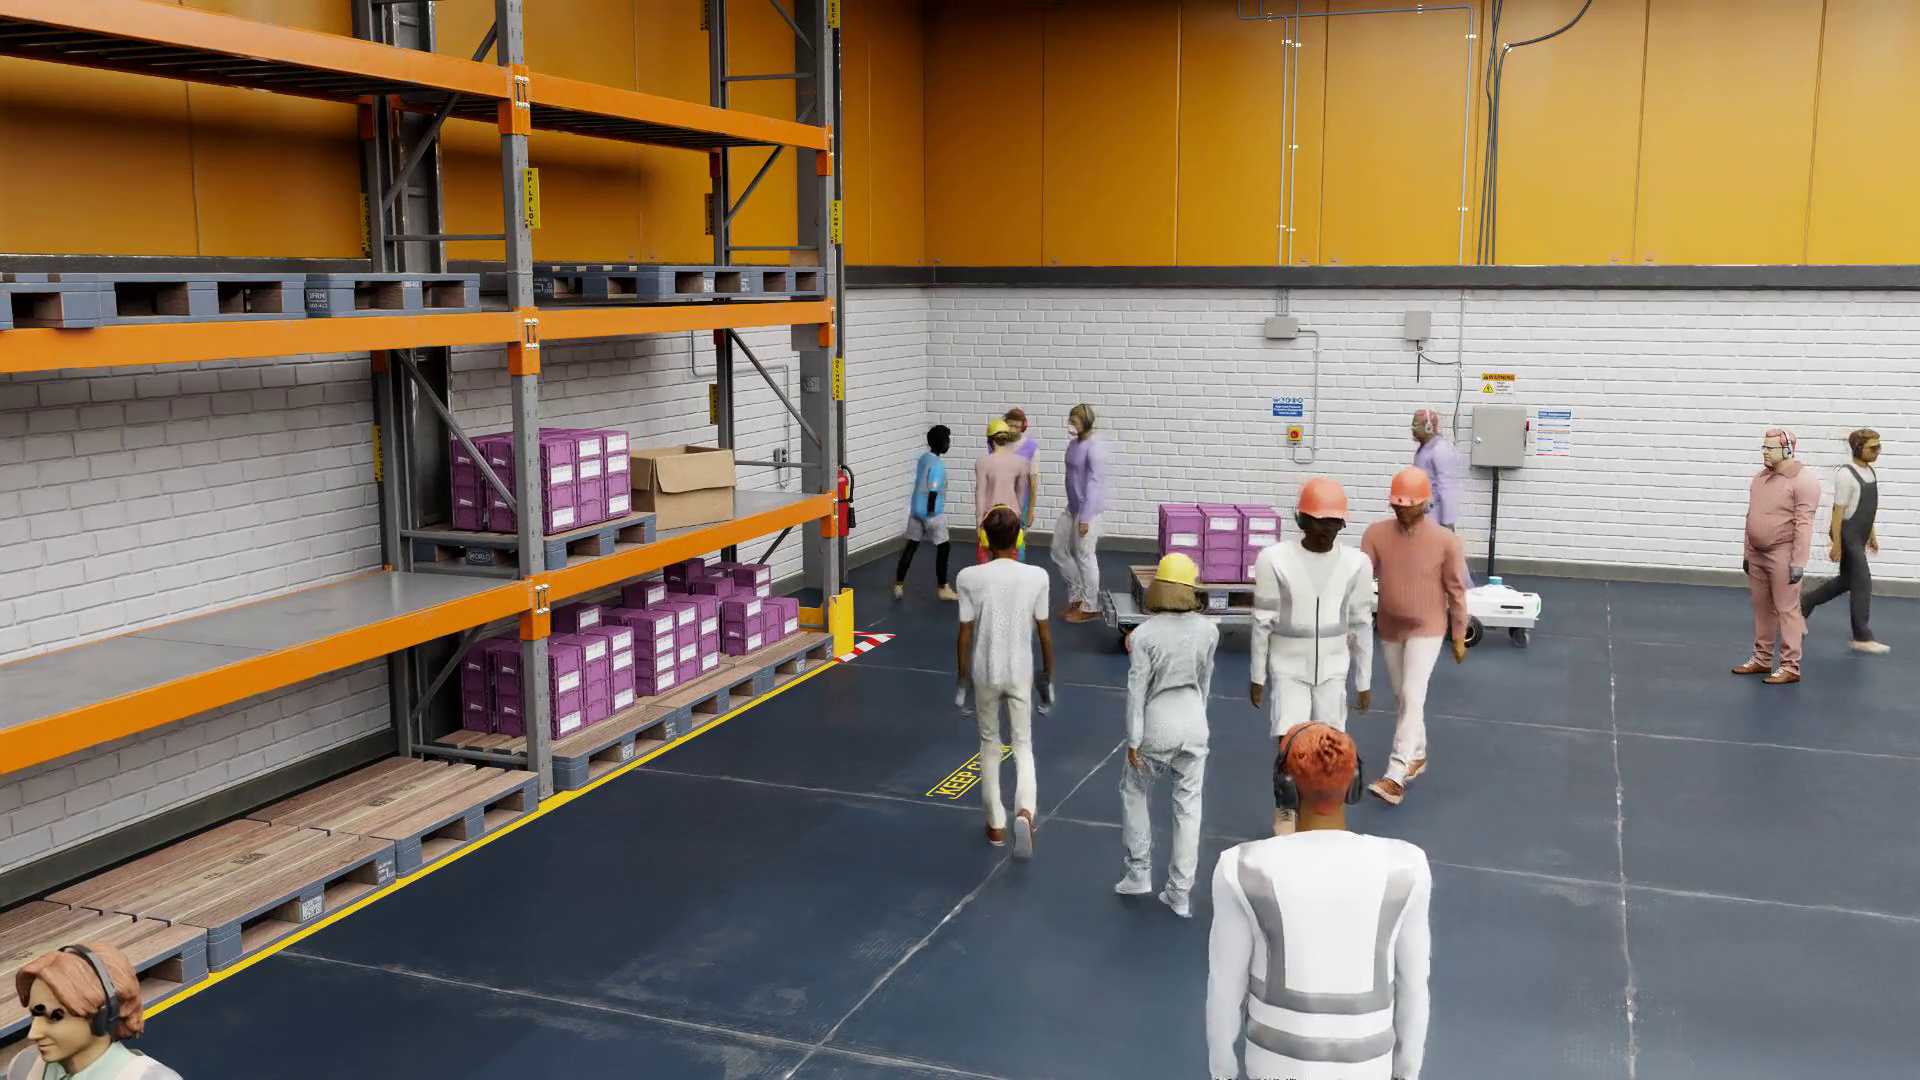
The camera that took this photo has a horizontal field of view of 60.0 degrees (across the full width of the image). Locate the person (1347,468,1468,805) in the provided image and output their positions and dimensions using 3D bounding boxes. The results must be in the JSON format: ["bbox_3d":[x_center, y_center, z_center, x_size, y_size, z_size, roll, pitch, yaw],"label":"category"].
[{"bbox_3d":[2.571,0.537,9.684,0.608,1.924,1.060,8,12,41],"label":"person"}]

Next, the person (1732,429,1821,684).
[{"bbox_3d":[6.084,0.117,12.444,0.402,1.901,0.647,-2,9,-12],"label":"person"}]

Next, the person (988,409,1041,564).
[{"bbox_3d":[0.498,-0.331,15.551,0.583,1.800,0.546,4,10,26],"label":"person"}]

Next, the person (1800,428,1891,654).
[{"bbox_3d":[7.197,-0.023,13.557,0.515,1.822,0.827,-8,12,-42],"label":"person"}]

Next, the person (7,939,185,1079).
[{"bbox_3d":[-1.843,1.650,3.605,0.513,1.642,0.313,3,10,20],"label":"person"}]

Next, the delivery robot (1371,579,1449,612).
[{"bbox_3d":[3.771,0.480,14.058,0.707,0.478,0.477,8,12,40],"label":"delivery robot"}]

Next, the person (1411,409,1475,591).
[{"bbox_3d":[4.223,-0.244,14.870,1.015,1.852,0.654,1,9,5],"label":"person"}]

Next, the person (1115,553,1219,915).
[{"bbox_3d":[0.998,0.919,7.981,0.495,1.714,0.541,-3,10,-18],"label":"person"}]

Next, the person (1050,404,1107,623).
[{"bbox_3d":[1.021,-0.219,14.460,0.472,1.925,0.659,-3,10,-18],"label":"person"}]

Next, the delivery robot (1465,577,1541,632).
[{"bbox_3d":[4.389,0.545,13.653,0.707,0.478,0.477,2,9,13],"label":"delivery robot"}]

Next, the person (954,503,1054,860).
[{"bbox_3d":[0.232,0.742,8.656,0.523,1.854,0.708,0,9,-3],"label":"person"}]

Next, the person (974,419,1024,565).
[{"bbox_3d":[0.311,-0.226,15.062,0.544,1.740,0.714,-5,10,-28],"label":"person"}]

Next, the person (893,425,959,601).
[{"bbox_3d":[-0.325,-0.246,15.479,0.612,1.657,0.570,-4,10,-22],"label":"person"}]

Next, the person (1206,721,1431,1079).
[{"bbox_3d":[0.947,1.411,4.425,0.584,1.870,0.389,1,9,3],"label":"person"}]

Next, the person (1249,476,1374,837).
[{"bbox_3d":[1.803,0.677,8.494,0.624,2.027,0.430,0,9,-2],"label":"person"}]
